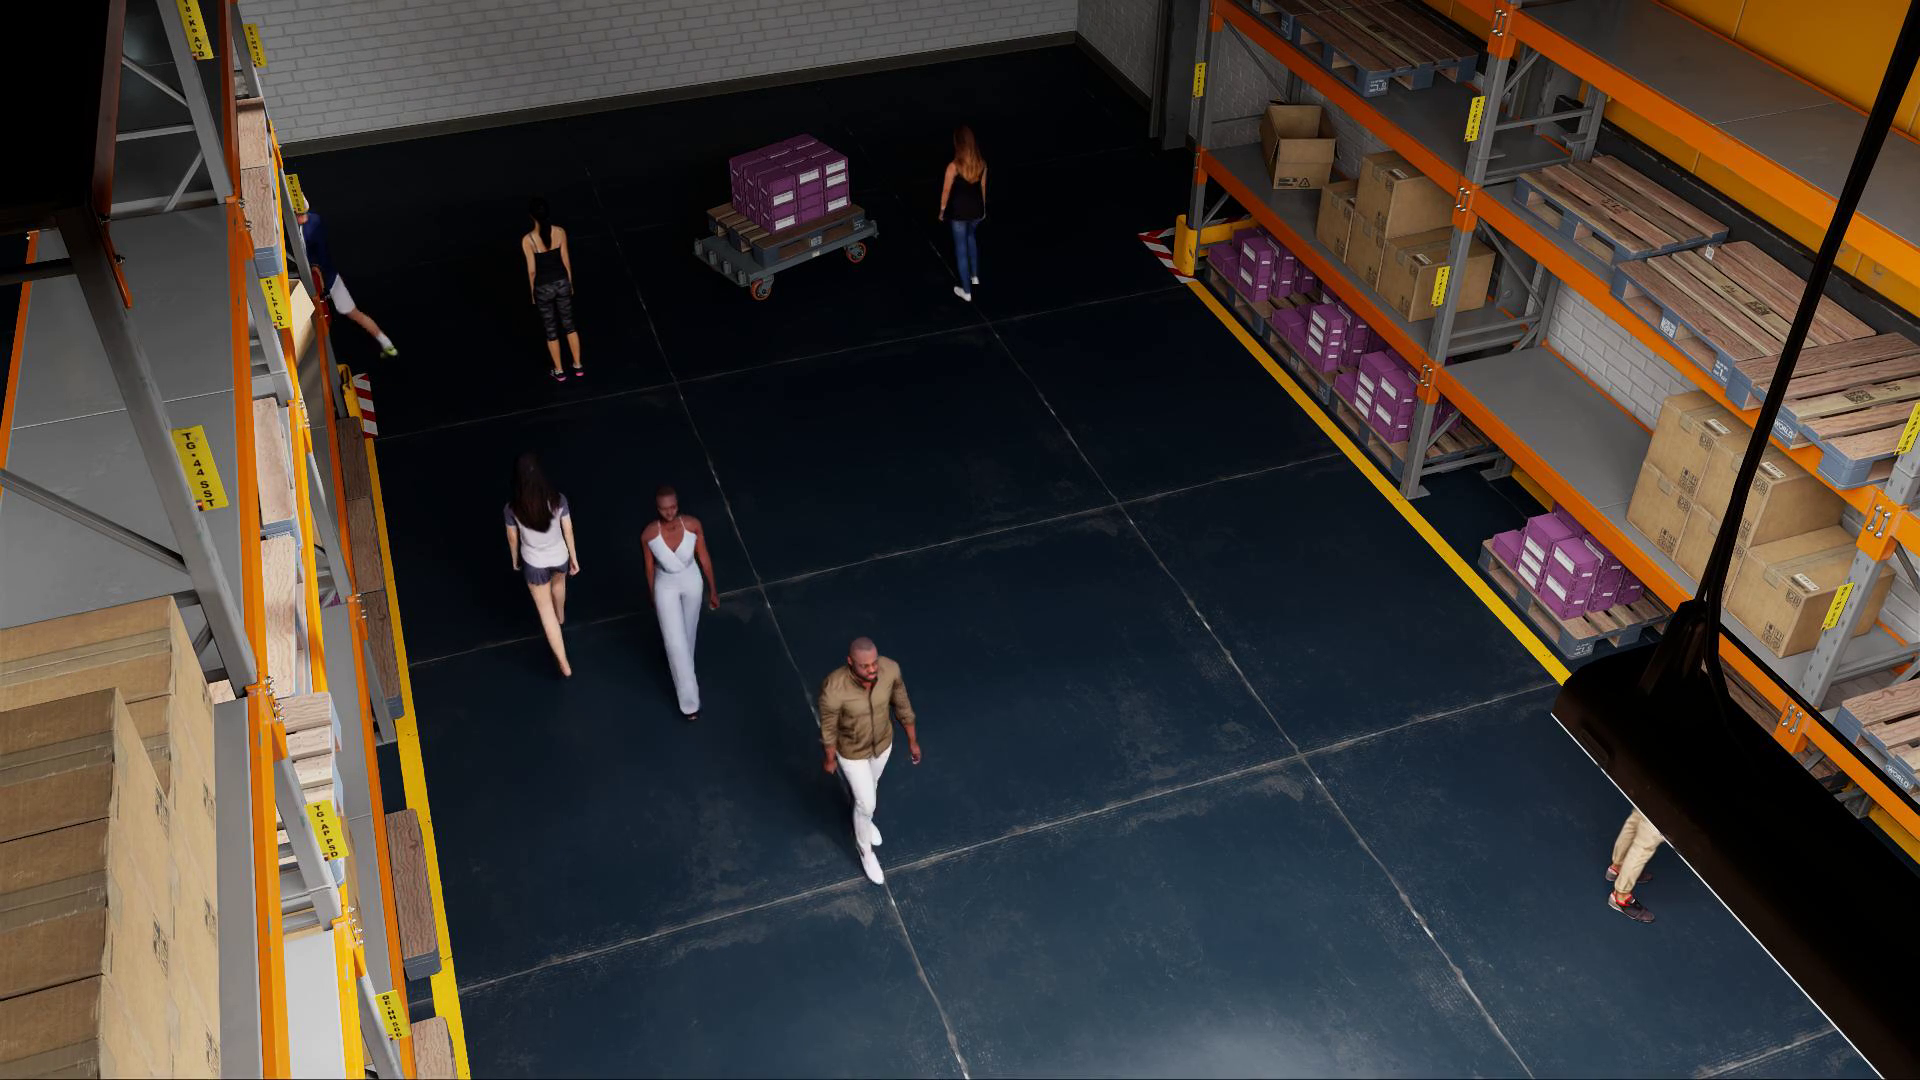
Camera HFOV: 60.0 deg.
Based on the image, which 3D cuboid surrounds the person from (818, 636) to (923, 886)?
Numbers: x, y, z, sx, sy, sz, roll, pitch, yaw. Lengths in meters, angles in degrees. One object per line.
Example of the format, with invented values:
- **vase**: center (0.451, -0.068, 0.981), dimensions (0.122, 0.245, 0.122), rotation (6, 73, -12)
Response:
- **person**: center (-0.627, 1.204, 10.203), dimensions (0.869, 1.809, 0.924), rotation (-27, 46, -29)

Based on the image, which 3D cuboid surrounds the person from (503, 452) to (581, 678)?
- **person**: center (-2.871, 0.194, 11.585), dimensions (0.666, 1.662, 1.157), rotation (-17, 42, -20)

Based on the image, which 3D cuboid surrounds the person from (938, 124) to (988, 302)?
- **person**: center (0.093, -3.024, 15.580), dimensions (0.654, 1.706, 0.688), rotation (-23, 44, -26)

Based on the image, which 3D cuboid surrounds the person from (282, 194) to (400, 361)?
- **person**: center (-5.478, -2.227, 14.519), dimensions (1.020, 1.784, 1.227), rotation (2, 39, 3)

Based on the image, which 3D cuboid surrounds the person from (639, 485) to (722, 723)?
- **person**: center (-1.940, 0.303, 11.376), dimensions (0.622, 1.753, 0.916), rotation (-16, 41, -19)

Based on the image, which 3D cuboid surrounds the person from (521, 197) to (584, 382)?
- **person**: center (-3.558, -2.182, 14.513), dimensions (0.615, 1.721, 0.617), rotation (-25, 45, -28)

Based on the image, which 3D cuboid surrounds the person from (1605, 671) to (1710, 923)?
- **person**: center (4.156, 1.472, 9.828), dimensions (0.773, 1.859, 0.677), rotation (11, 40, 14)
